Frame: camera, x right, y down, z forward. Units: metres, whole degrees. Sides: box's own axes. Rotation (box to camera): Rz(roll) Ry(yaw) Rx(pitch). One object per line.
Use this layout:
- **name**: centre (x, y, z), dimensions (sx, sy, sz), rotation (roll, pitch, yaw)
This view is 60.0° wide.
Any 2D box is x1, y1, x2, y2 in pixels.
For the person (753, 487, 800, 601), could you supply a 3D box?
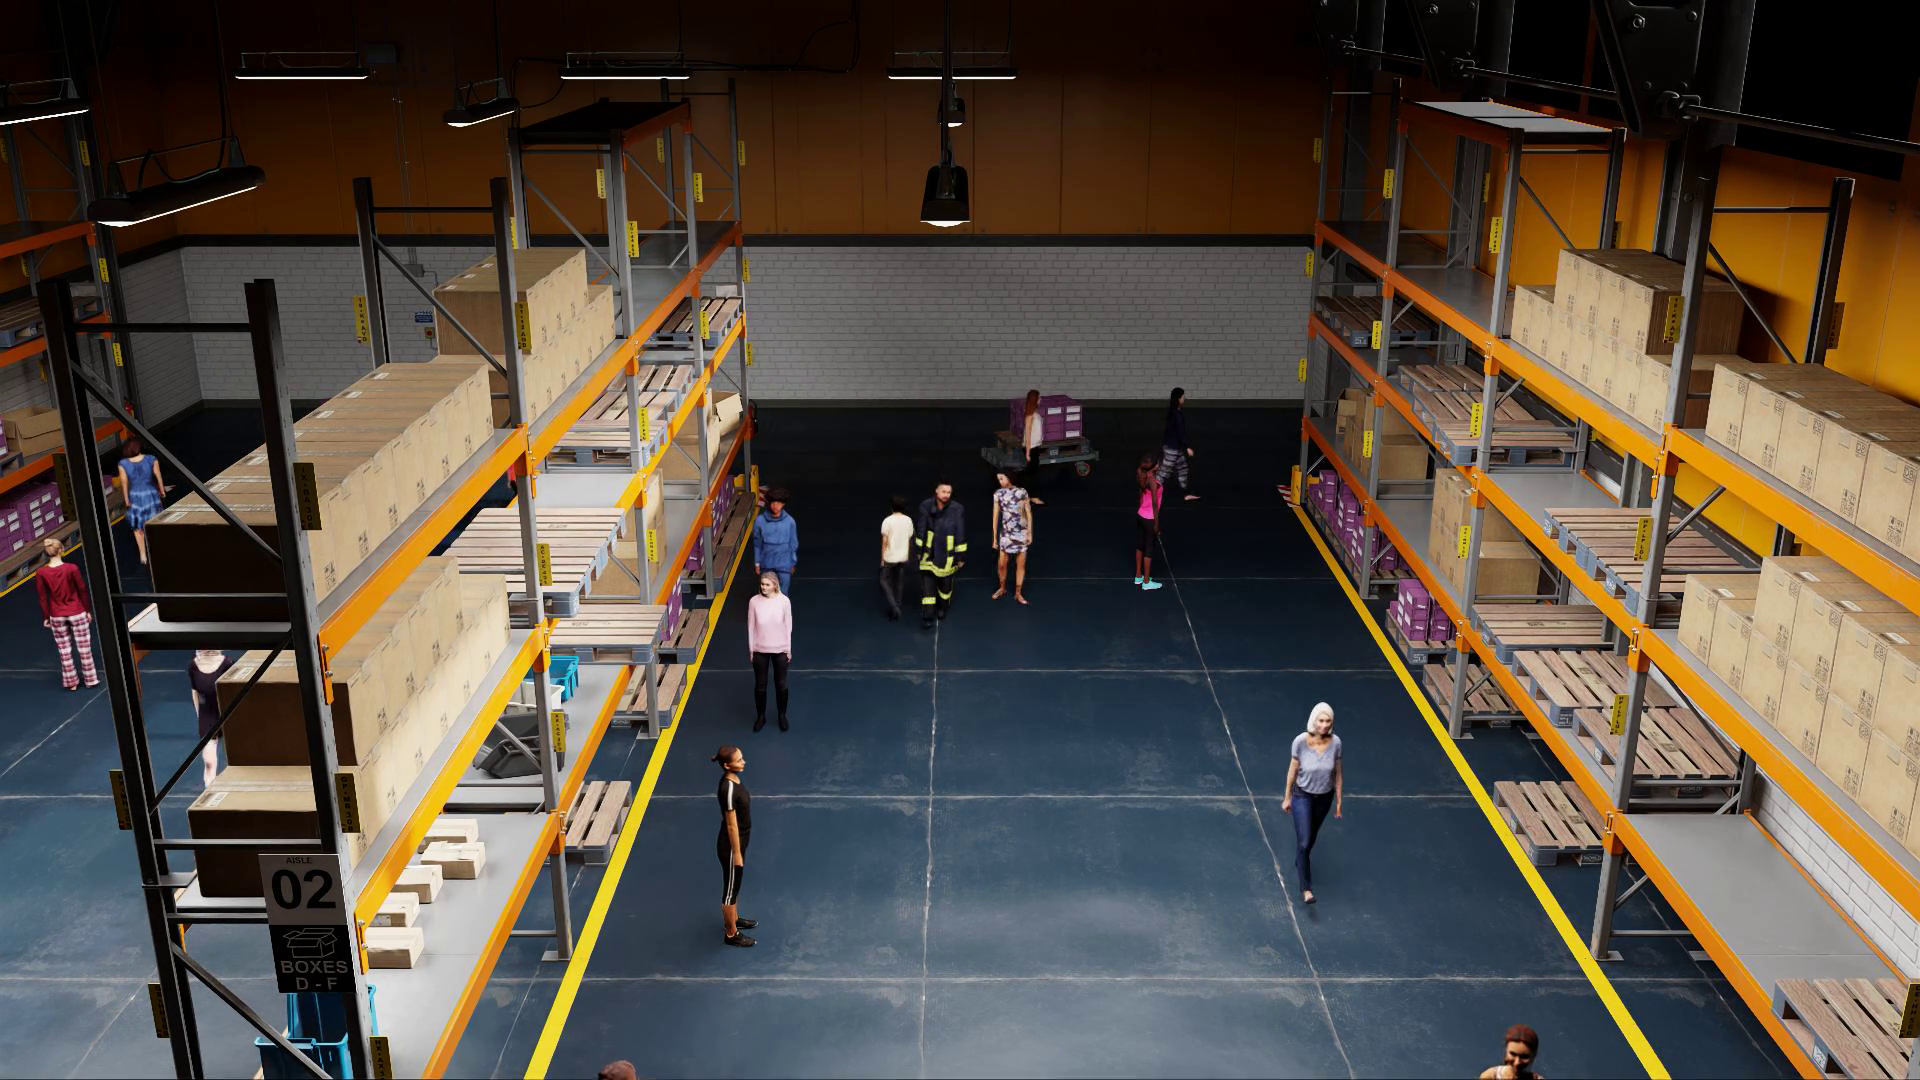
- **person**: centre (-2.125, 0.233, 19.212), dimensions (0.690, 1.795, 0.813), rotation (-1, 19, -3)

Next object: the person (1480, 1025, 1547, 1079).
- **person**: centre (3.101, 3.525, 9.443), dimensions (0.636, 1.791, 0.646), rotation (6, 20, 18)

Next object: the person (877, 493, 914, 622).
- **person**: centre (-0.730, 0.225, 19.570), dimensions (0.742, 1.581, 0.800), rotation (-14, 23, -36)

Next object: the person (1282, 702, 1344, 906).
- **person**: centre (2.907, 2.114, 13.811), dimensions (0.665, 1.677, 1.098), rotation (-1, 19, -4)

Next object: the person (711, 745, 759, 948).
- **person**: centre (-1.784, 2.369, 13.066), dimensions (0.652, 1.669, 0.465), rotation (-1, 19, -4)

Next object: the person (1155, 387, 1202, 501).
- **person**: centre (3.003, -1.333, 24.022), dimensions (0.675, 1.693, 0.993), rotation (-1, 19, -2)

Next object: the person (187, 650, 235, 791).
- **person**: centre (-6.705, 1.610, 15.128), dimensions (0.762, 1.792, 1.156), rotation (-5, 19, -13)

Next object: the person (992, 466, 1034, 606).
- **person**: centre (0.689, -0.063, 20.203), dimensions (0.665, 1.722, 0.597), rotation (-4, 19, -11)

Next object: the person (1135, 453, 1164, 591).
- **person**: centre (2.338, -0.250, 20.760), dimensions (0.681, 1.722, 0.572), rotation (-5, 19, -16)

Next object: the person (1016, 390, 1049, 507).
- **person**: centre (0.950, -1.320, 23.966), dimensions (0.804, 1.704, 0.936), rotation (5, 19, 16)

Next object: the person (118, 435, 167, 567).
- **person**: centre (-10.366, -0.424, 21.179), dimensions (0.827, 1.785, 0.925), rotation (-7, 20, -20)

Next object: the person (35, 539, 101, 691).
- **person**: centre (-9.516, 0.781, 17.727), dimensions (0.675, 1.703, 0.614), rotation (-6, 20, -18)

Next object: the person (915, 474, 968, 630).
- **person**: centre (-0.221, 0.103, 19.551), dimensions (0.803, 1.826, 1.141), rotation (2, 19, 5)

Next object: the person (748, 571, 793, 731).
- **person**: centre (-1.911, 1.103, 16.798), dimensions (0.598, 1.687, 0.538), rotation (-1, 19, -3)
